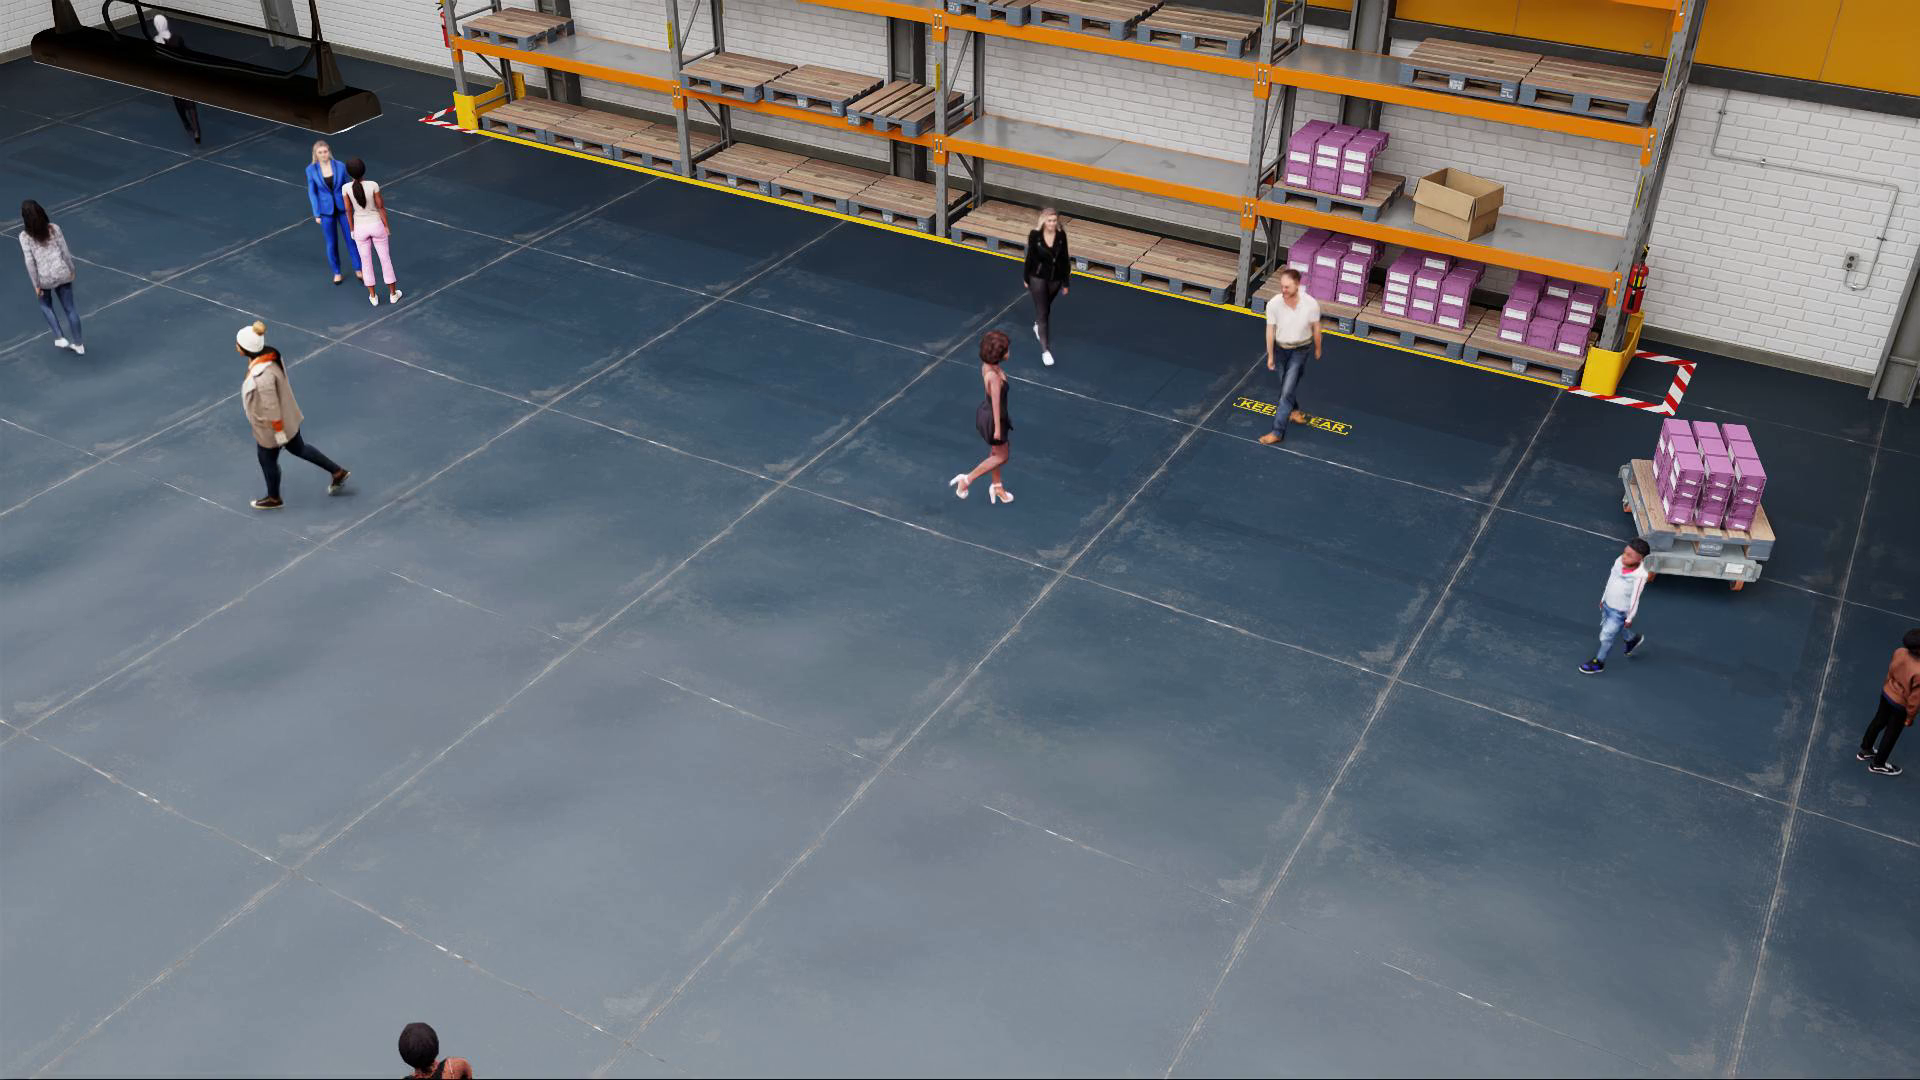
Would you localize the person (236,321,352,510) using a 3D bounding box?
[{"bbox_3d":[-6.120,-1.136,15.123,1.247,1.862,1.147,-5,34,-8],"label":"person"}]

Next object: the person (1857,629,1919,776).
[{"bbox_3d":[6.885,1.167,12.206,0.637,1.255,0.601,-3,34,-5],"label":"person"}]

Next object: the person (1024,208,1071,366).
[{"bbox_3d":[0.914,-2.788,17.821,1.153,1.628,1.173,-6,34,-9],"label":"person"}]

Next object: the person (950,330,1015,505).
[{"bbox_3d":[0.220,-1.067,15.098,0.925,1.775,0.831,-5,34,-7],"label":"person"}]

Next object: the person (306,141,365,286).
[{"bbox_3d":[-7.245,-3.812,19.294,0.710,1.700,0.729,-15,36,-21],"label":"person"}]

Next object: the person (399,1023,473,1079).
[{"bbox_3d":[-2.674,3.207,8.746,0.725,1.688,0.773,-16,37,-23],"label":"person"}]

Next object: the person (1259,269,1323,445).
[{"bbox_3d":[3.290,-1.864,16.281,1.008,1.793,0.737,12,36,18],"label":"person"}]

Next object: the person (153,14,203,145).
[{"bbox_3d":[-10.820,-6.358,23.087,1.023,1.743,1.228,-15,37,-22],"label":"person"}]

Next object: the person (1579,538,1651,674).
[{"bbox_3d":[5.293,0.498,13.218,0.843,1.249,0.762,-7,34,-11],"label":"person"}]

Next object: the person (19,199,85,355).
[{"bbox_3d":[-9.625,-2.765,17.707,0.723,1.715,0.760,-28,42,-35],"label":"person"}]

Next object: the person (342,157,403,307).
[{"bbox_3d":[-6.669,-3.496,18.783,0.651,1.742,0.711,-8,35,-12],"label":"person"}]
